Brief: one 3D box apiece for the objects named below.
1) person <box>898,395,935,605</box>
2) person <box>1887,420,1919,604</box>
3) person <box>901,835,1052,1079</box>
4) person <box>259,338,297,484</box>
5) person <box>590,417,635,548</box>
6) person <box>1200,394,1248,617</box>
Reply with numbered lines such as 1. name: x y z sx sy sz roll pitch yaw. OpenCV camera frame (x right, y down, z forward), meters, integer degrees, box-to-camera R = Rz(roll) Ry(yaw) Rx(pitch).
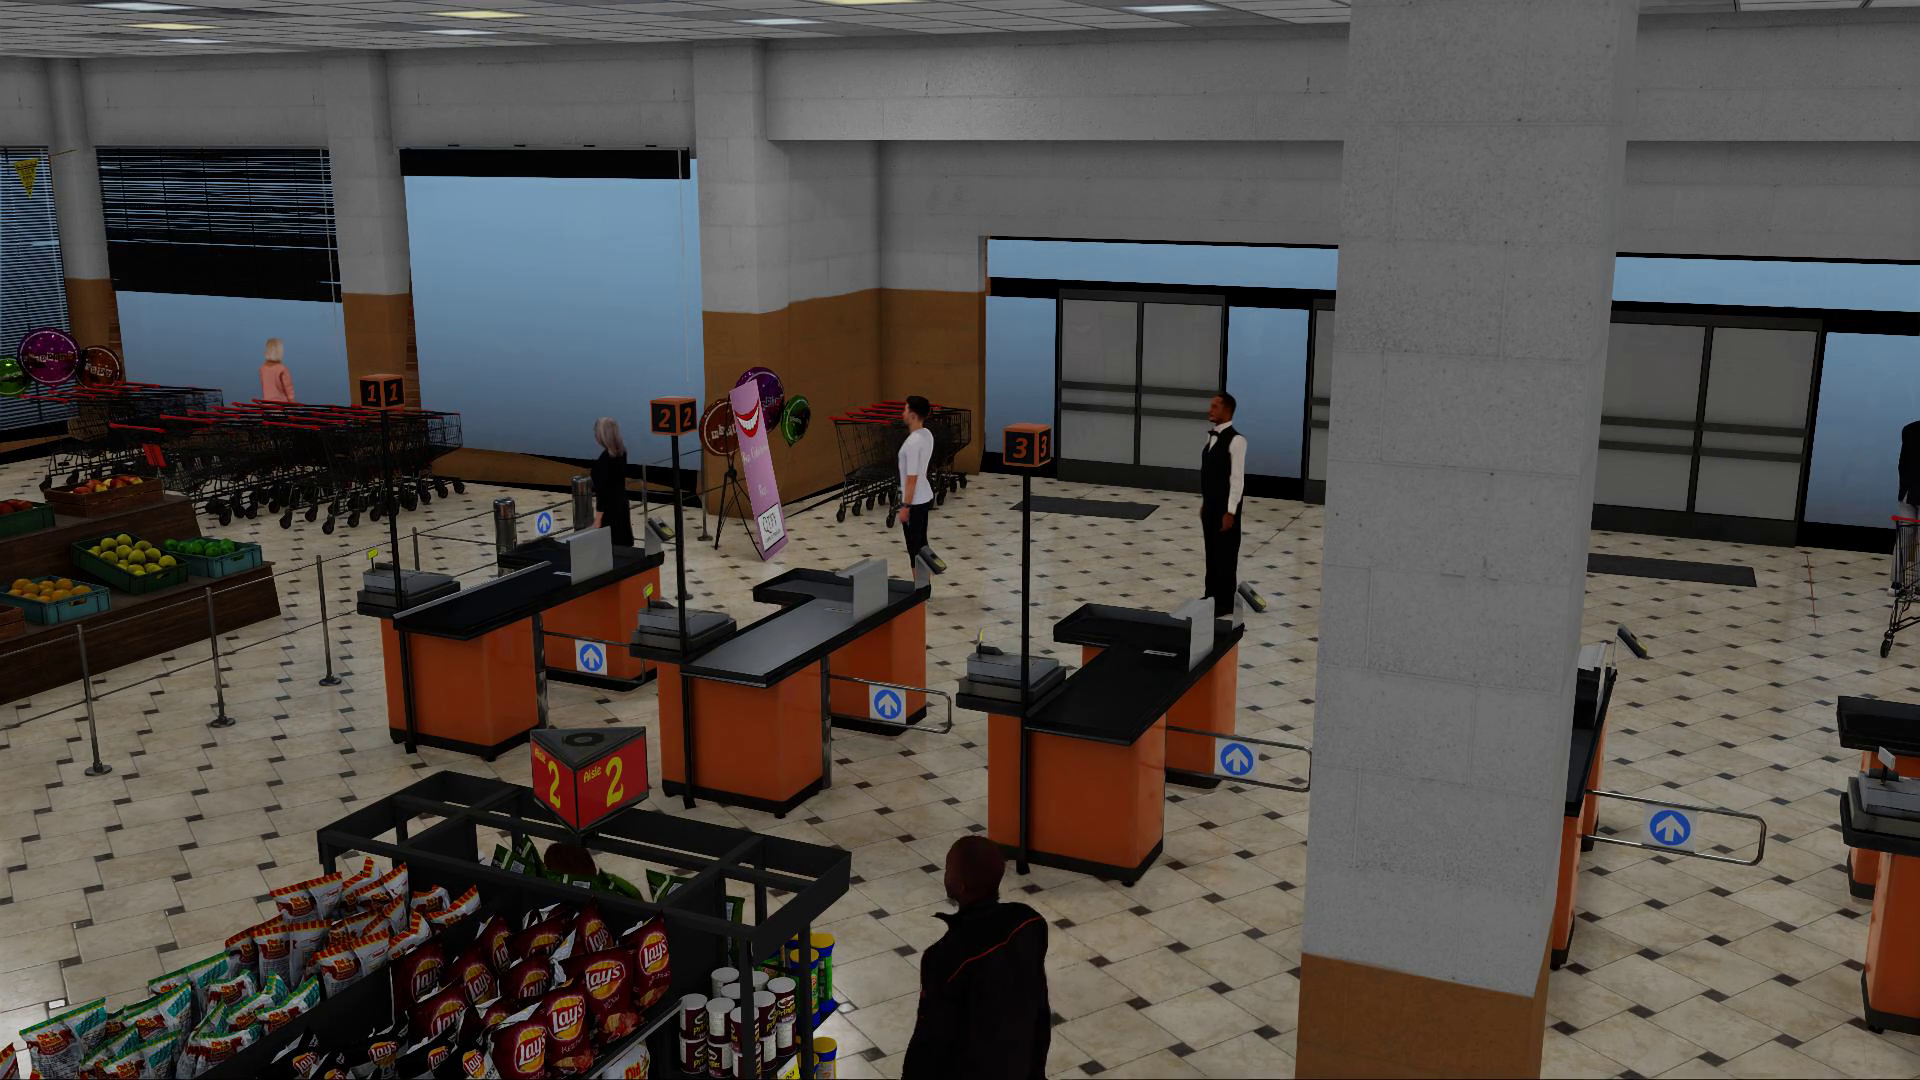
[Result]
1. person: -0.380 -0.358 14.646 0.768 1.851 0.563 4 14 15
2. person: 8.526 -0.426 14.718 0.844 1.950 0.783 -5 14 -19
3. person: 0.131 1.862 5.577 0.845 1.812 0.736 11 17 38
4. person: -8.127 -1.553 19.846 0.611 1.724 0.528 5 15 21
5. person: -2.964 -0.194 14.192 0.727 1.748 0.631 2 14 7
6. person: 2.260 -0.314 14.324 0.830 1.918 0.767 -5 14 -18
